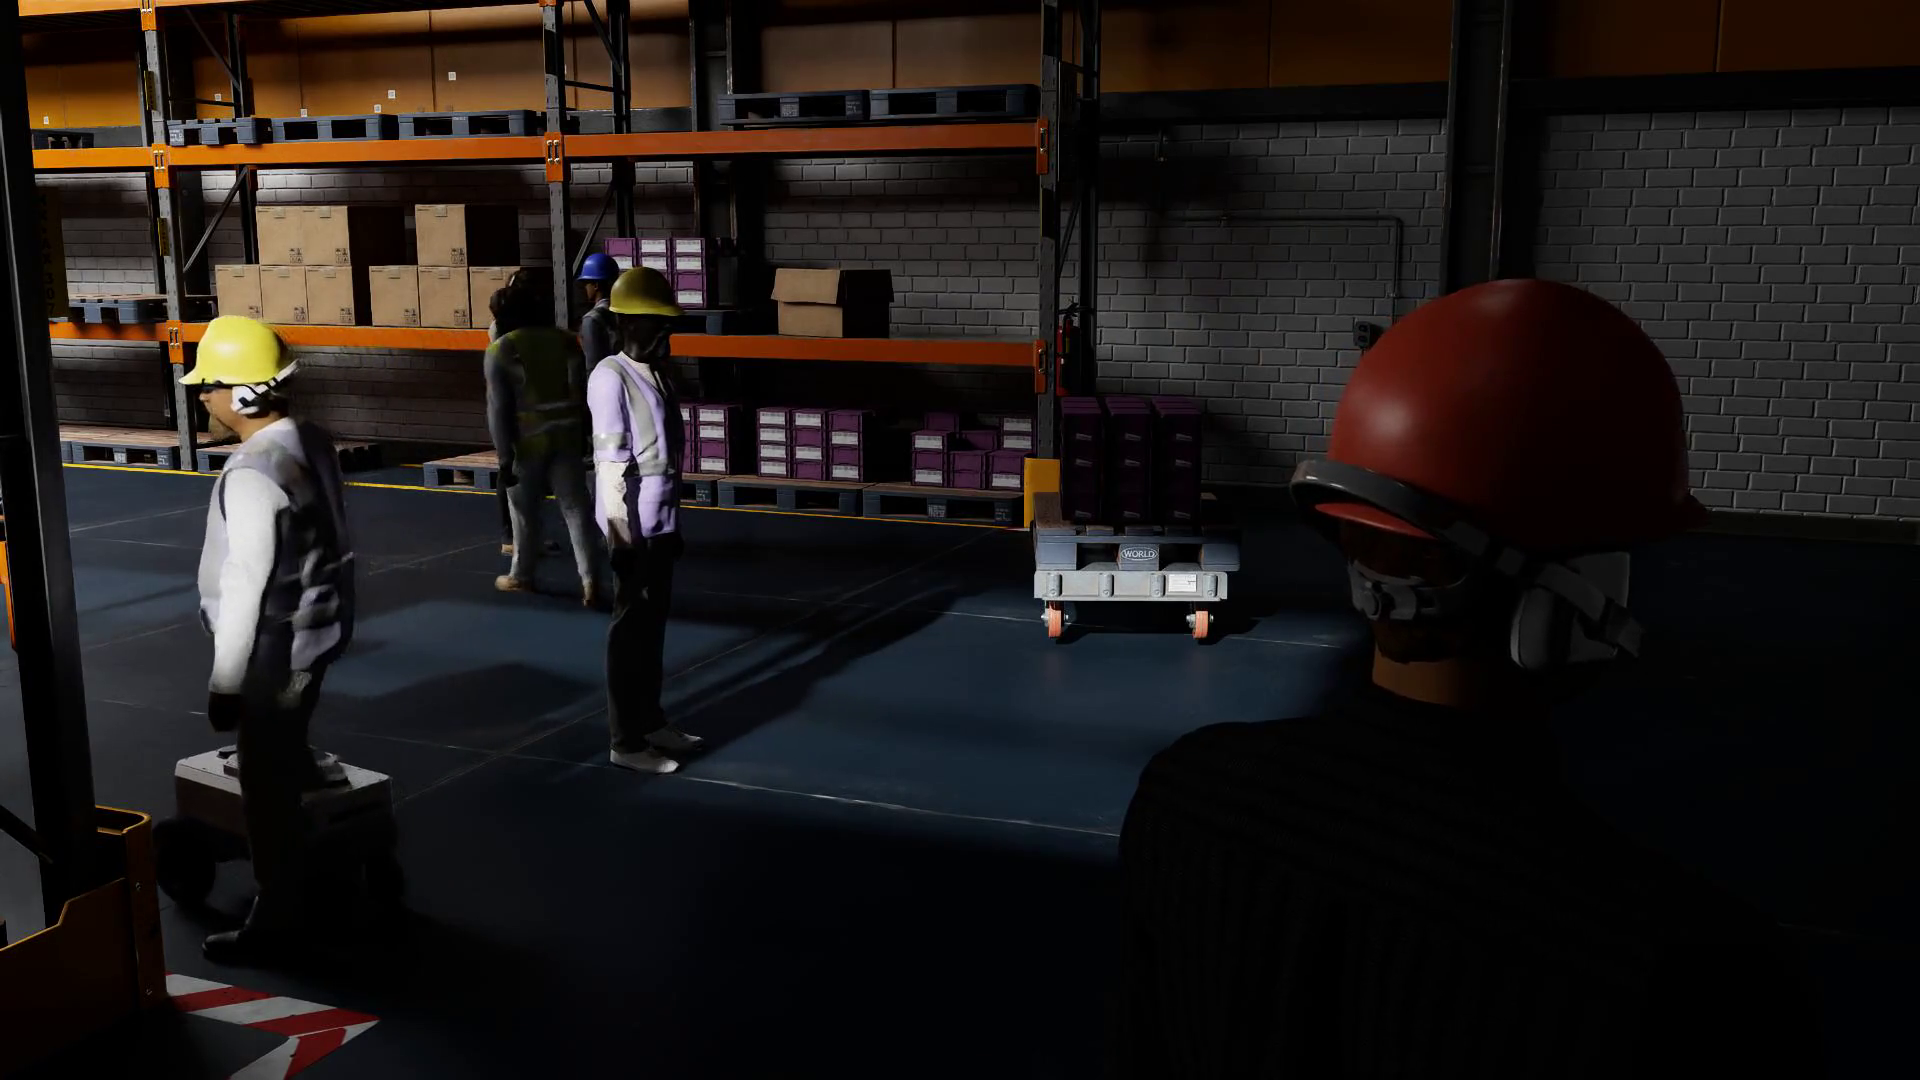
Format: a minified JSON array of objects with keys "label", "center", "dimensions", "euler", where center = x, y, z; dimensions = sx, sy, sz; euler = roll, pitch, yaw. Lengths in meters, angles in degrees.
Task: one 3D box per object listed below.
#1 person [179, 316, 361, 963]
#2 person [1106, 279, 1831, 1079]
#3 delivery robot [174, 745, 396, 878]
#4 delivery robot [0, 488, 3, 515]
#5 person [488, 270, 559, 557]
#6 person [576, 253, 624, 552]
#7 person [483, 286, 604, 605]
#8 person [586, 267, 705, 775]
[{"label":"person","center":[-1.934,0.285,4.681],"dimensions":[0.434,1.821,0.634],"euler":[-1,10,-5]},{"label":"person","center":[0.376,0.798,1.342],"dimensions":[0.383,1.993,0.622],"euler":[-8,13,-37]},{"label":"delivery robot","center":[-2.071,0.797,5.098],"dimensions":[0.707,0.478,0.477],"euler":[7,12,33]},{"label":"delivery robot","center":[-6.182,-0.176,10.520],"dimensions":[0.707,0.478,0.477],"euler":[7,12,34]},{"label":"person","center":[-2.830,-0.811,10.740],"dimensions":[0.344,1.840,0.507],"euler":[2,10,10]},{"label":"person","center":[-2.292,-0.891,10.881],"dimensions":[0.405,1.948,0.605],"euler":[3,11,16]},{"label":"person","center":[-2.320,-0.519,9.297],"dimensions":[0.695,1.784,0.951],"euler":[-8,13,-38]},{"label":"person","center":[-1.206,-0.077,6.402],"dimensions":[0.366,1.926,0.594],"euler":[2,10,9]}]
